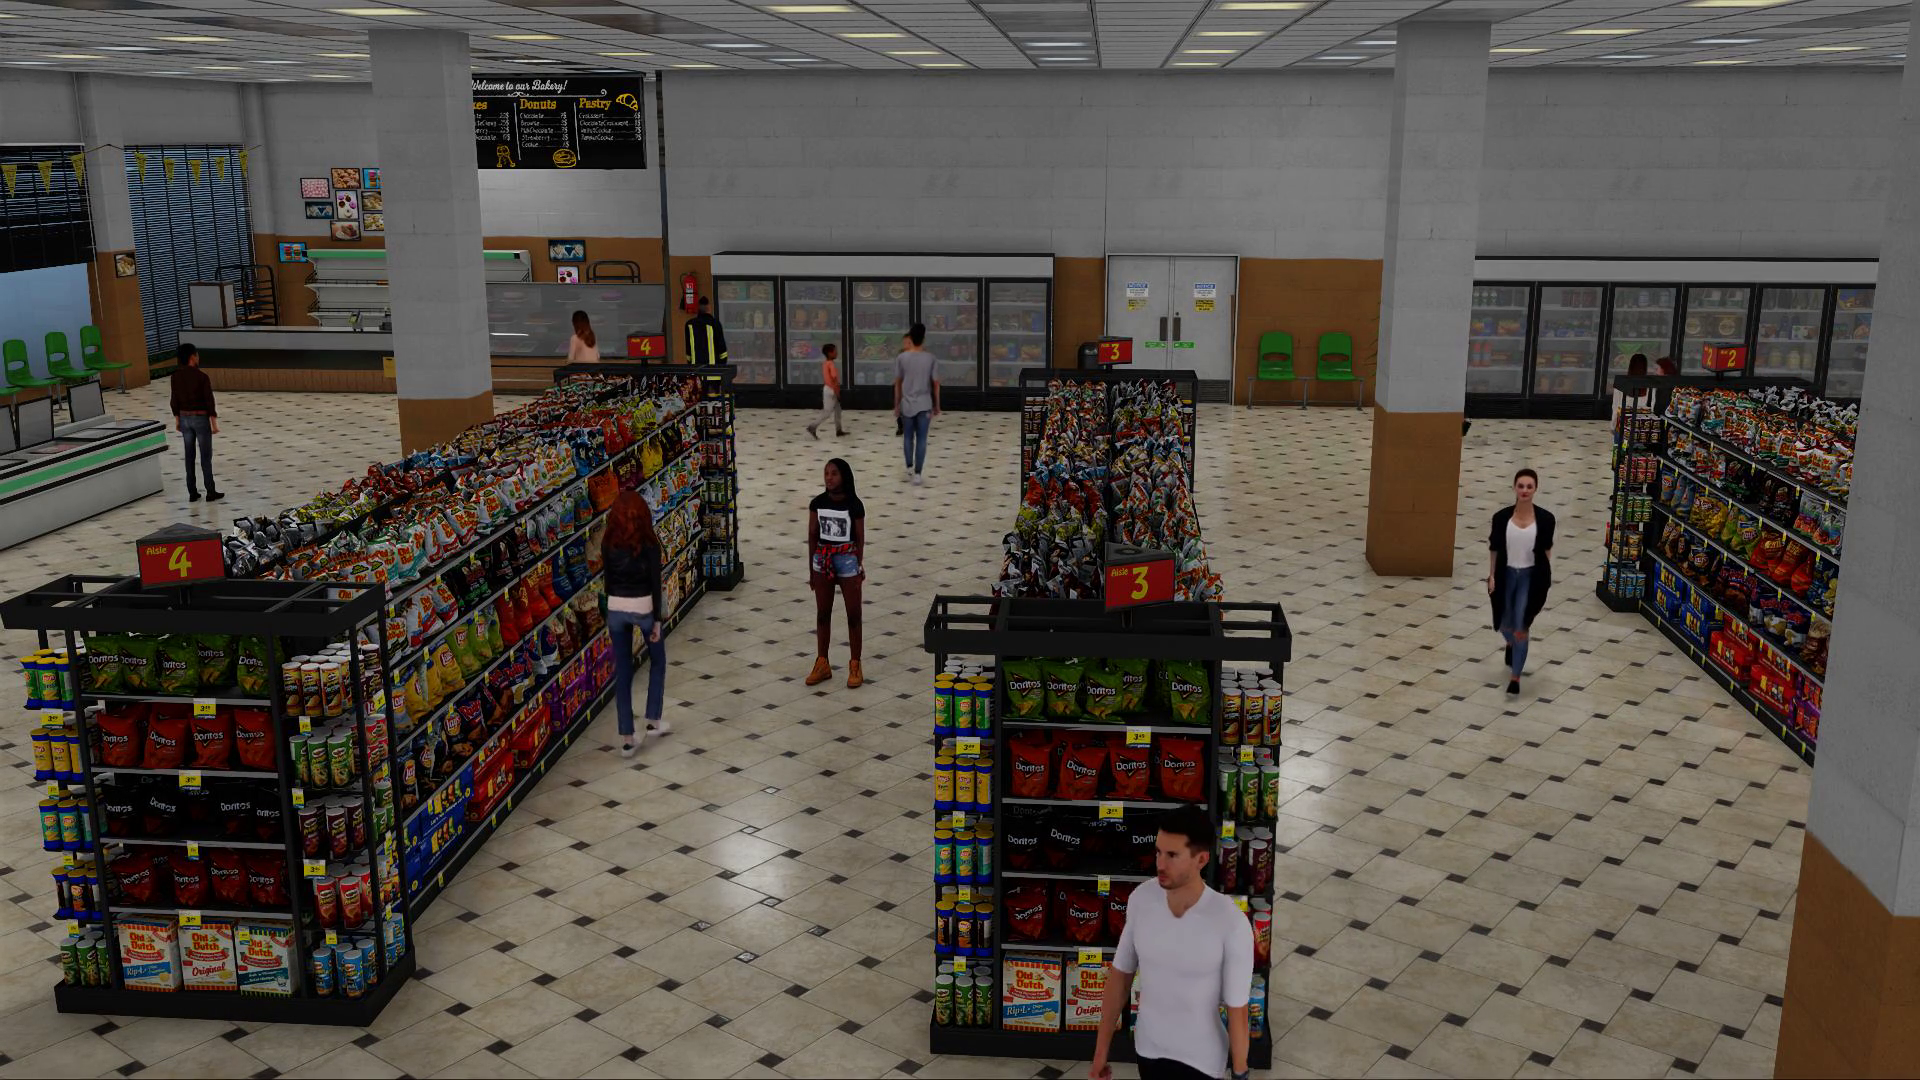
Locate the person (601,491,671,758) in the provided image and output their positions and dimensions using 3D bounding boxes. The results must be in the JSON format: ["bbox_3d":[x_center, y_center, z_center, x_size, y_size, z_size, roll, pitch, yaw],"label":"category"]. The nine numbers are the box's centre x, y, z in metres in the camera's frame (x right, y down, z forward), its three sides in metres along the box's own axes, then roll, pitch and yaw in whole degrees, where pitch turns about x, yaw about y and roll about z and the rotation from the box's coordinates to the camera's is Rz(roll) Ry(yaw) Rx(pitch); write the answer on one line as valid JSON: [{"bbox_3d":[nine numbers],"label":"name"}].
[{"bbox_3d":[-2.174,0.573,10.930,0.581,1.769,0.715,1,14,3],"label":"person"}]

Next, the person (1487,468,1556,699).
[{"bbox_3d":[4.150,0.289,12.339,0.867,1.655,1.155,6,15,24],"label":"person"}]

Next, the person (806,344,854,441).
[{"bbox_3d":[-1.804,-1.998,22.522,0.727,1.301,0.876,-3,14,-13],"label":"person"}]

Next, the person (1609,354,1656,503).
[{"bbox_3d":[7.507,-1.241,18.571,0.656,1.692,0.593,4,14,14],"label":"person"}]

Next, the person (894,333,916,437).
[{"bbox_3d":[-0.675,-2.124,22.754,0.603,1.437,0.600,4,14,17],"label":"person"}]

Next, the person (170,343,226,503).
[{"bbox_3d":[-8.615,-1.323,18.727,0.641,1.777,0.498,1,14,5],"label":"person"}]

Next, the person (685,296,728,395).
[{"bbox_3d":[-3.588,-2.529,23.522,0.749,1.860,0.682,2,14,8],"label":"person"}]

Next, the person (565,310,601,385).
[{"bbox_3d":[-4.917,-2.151,22.147,0.763,1.774,0.679,9,16,33],"label":"person"}]

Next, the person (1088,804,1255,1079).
[{"bbox_3d":[0.820,1.789,5.832,1.298,1.808,1.201,-13,18,-42],"label":"person"}]

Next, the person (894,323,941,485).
[{"bbox_3d":[-0.528,-1.589,19.639,0.697,1.864,0.965,1,14,4],"label":"person"}]

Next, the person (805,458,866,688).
[{"bbox_3d":[-0.915,0.233,12.416,0.644,1.729,0.644,4,14,15],"label":"person"}]
